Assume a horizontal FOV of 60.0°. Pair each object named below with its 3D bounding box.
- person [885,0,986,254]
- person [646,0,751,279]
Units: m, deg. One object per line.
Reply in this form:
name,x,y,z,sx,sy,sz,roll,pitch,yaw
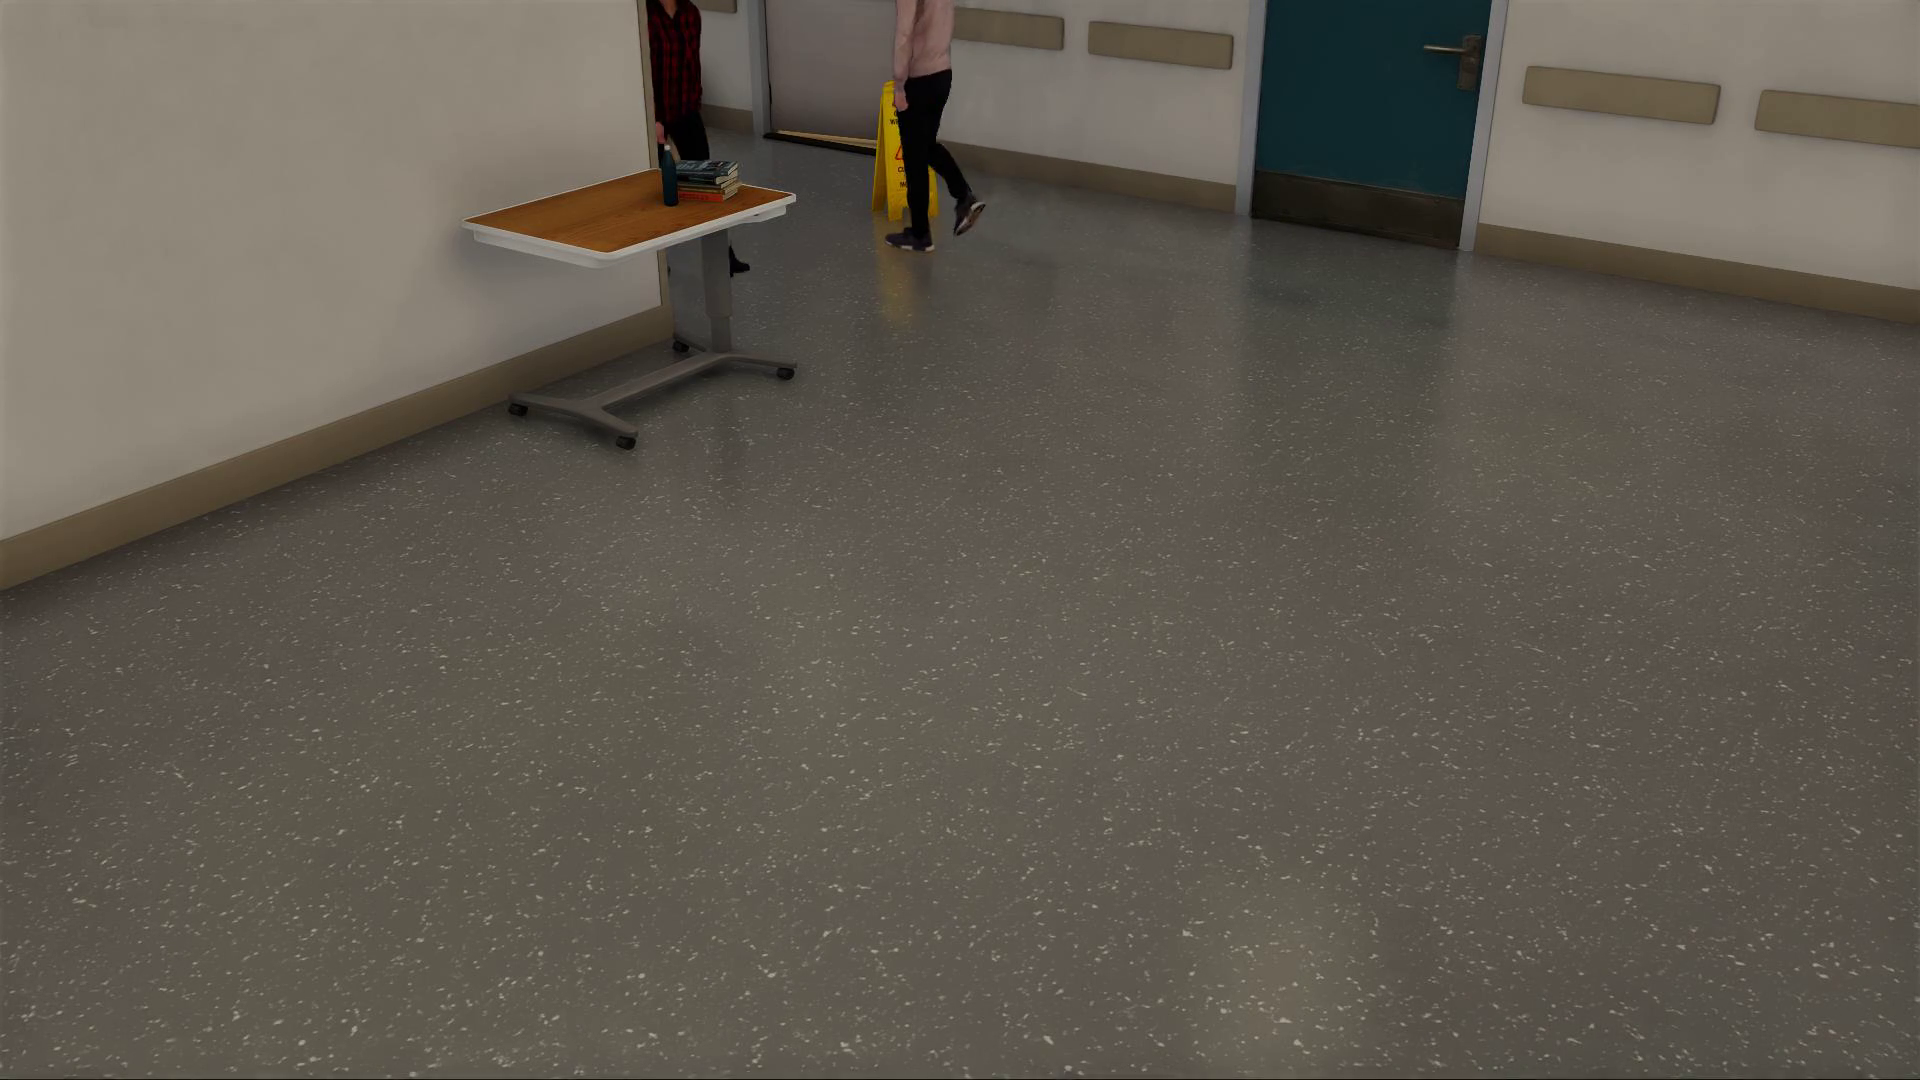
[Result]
person,-0.124,-2.355,8.531,0.830,1.802,0.686,14,29,26
person,-1.503,-2.069,8.142,1.061,1.623,0.719,23,34,40
